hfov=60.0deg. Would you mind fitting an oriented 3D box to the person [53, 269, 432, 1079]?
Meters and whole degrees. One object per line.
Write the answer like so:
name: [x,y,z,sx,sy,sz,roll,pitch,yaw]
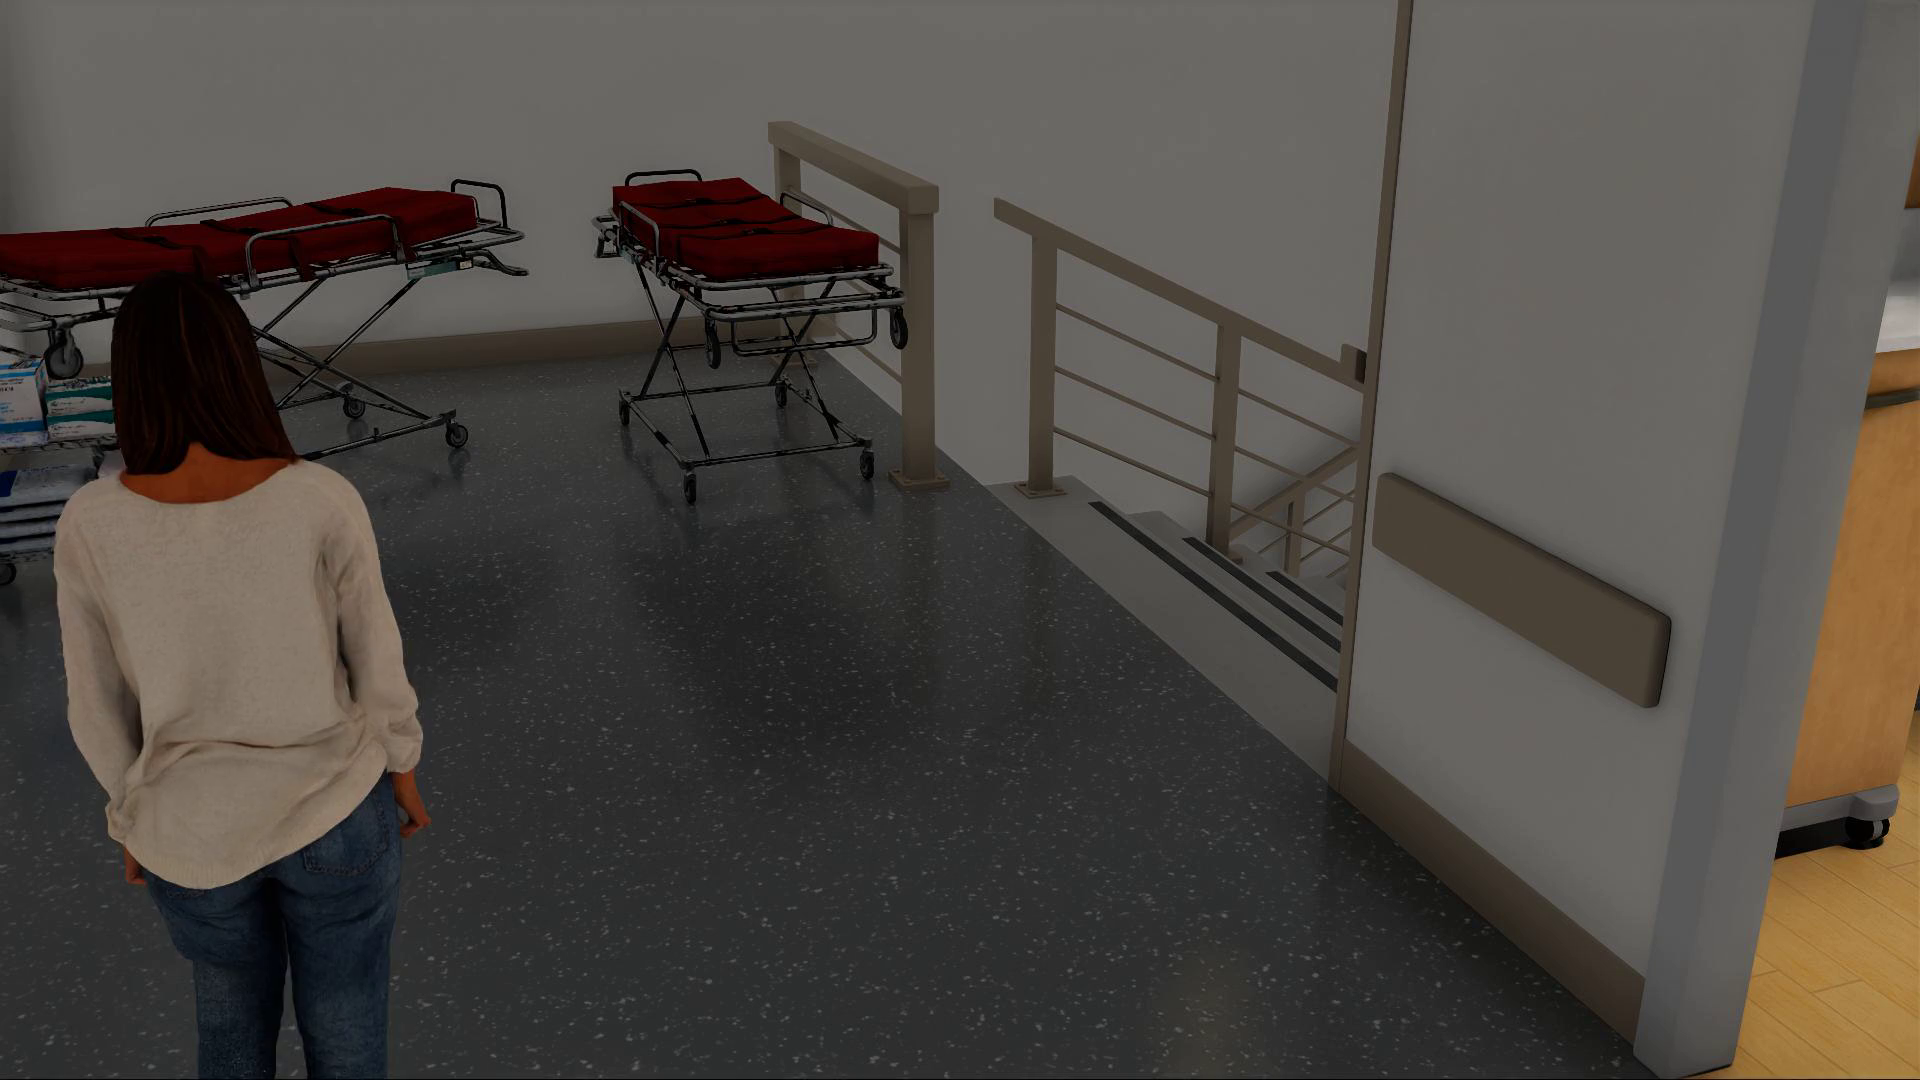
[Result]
person: [-1.042,0.456,2.455,0.692,1.670,0.738,-3,21,-7]
